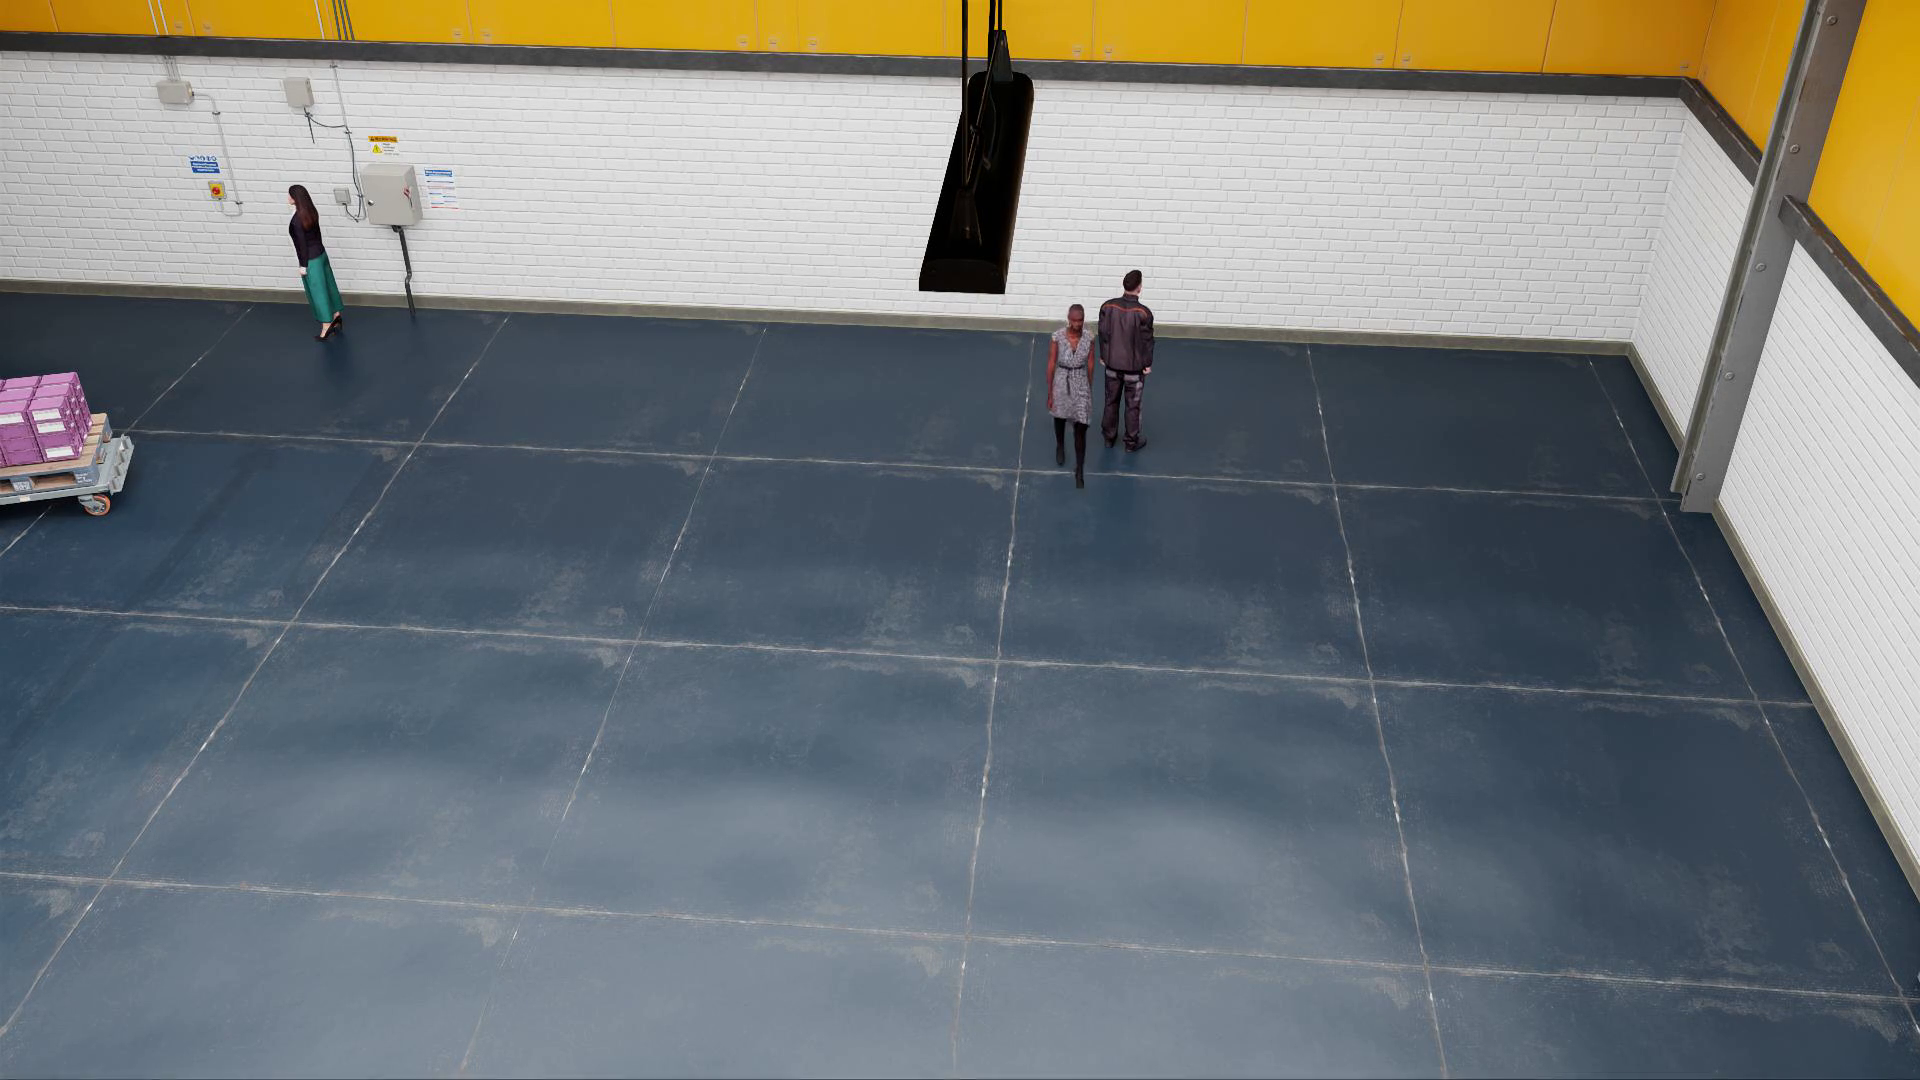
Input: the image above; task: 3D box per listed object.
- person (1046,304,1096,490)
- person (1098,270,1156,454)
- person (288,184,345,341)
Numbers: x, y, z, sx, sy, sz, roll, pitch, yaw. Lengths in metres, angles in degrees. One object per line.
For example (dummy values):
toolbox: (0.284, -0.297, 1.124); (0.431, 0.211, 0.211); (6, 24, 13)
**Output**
person: (1.006, -1.433, 15.584); (0.759, 1.752, 1.113); (-2, 34, -3)
person: (1.585, -1.728, 15.937); (0.797, 1.854, 0.750); (16, 37, 23)
person: (-6.983, -3.015, 17.977); (0.677, 1.740, 0.453); (4, 34, 6)
